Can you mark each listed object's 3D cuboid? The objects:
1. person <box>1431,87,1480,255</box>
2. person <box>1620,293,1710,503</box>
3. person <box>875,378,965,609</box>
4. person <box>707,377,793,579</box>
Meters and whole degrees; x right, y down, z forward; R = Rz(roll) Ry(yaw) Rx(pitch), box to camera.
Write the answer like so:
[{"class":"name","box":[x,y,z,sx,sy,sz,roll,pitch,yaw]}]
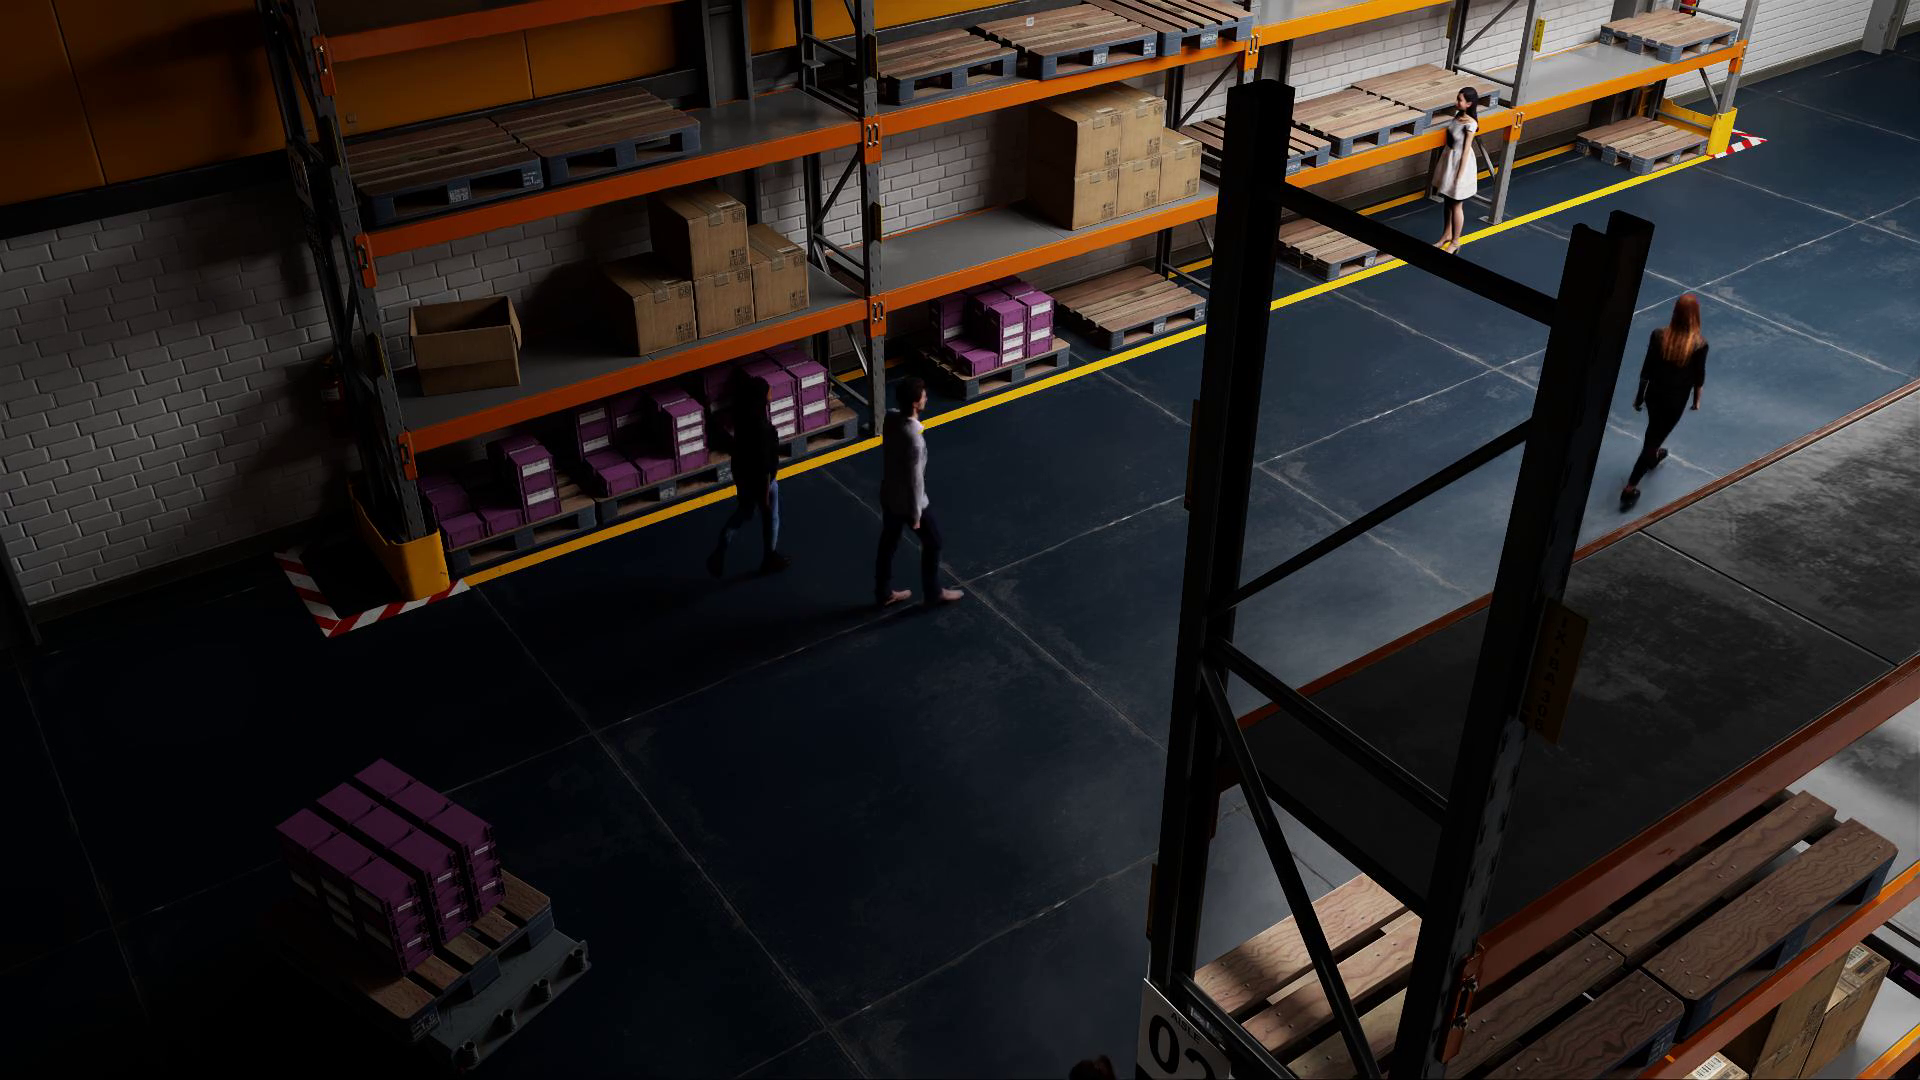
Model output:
[{"class":"person","box":[5.086,-3.775,17.044,0.799,1.769,0.776,-3,34,-4]},{"class":"person","box":[5.504,-1.060,13.061,0.766,1.657,1.232,28,43,35]},{"class":"person","box":[-0.474,-0.277,11.731,0.869,1.826,0.739,-18,38,-25]},{"class":"person","box":[-1.541,-0.390,12.033,0.706,1.680,0.999,27,42,34]}]
